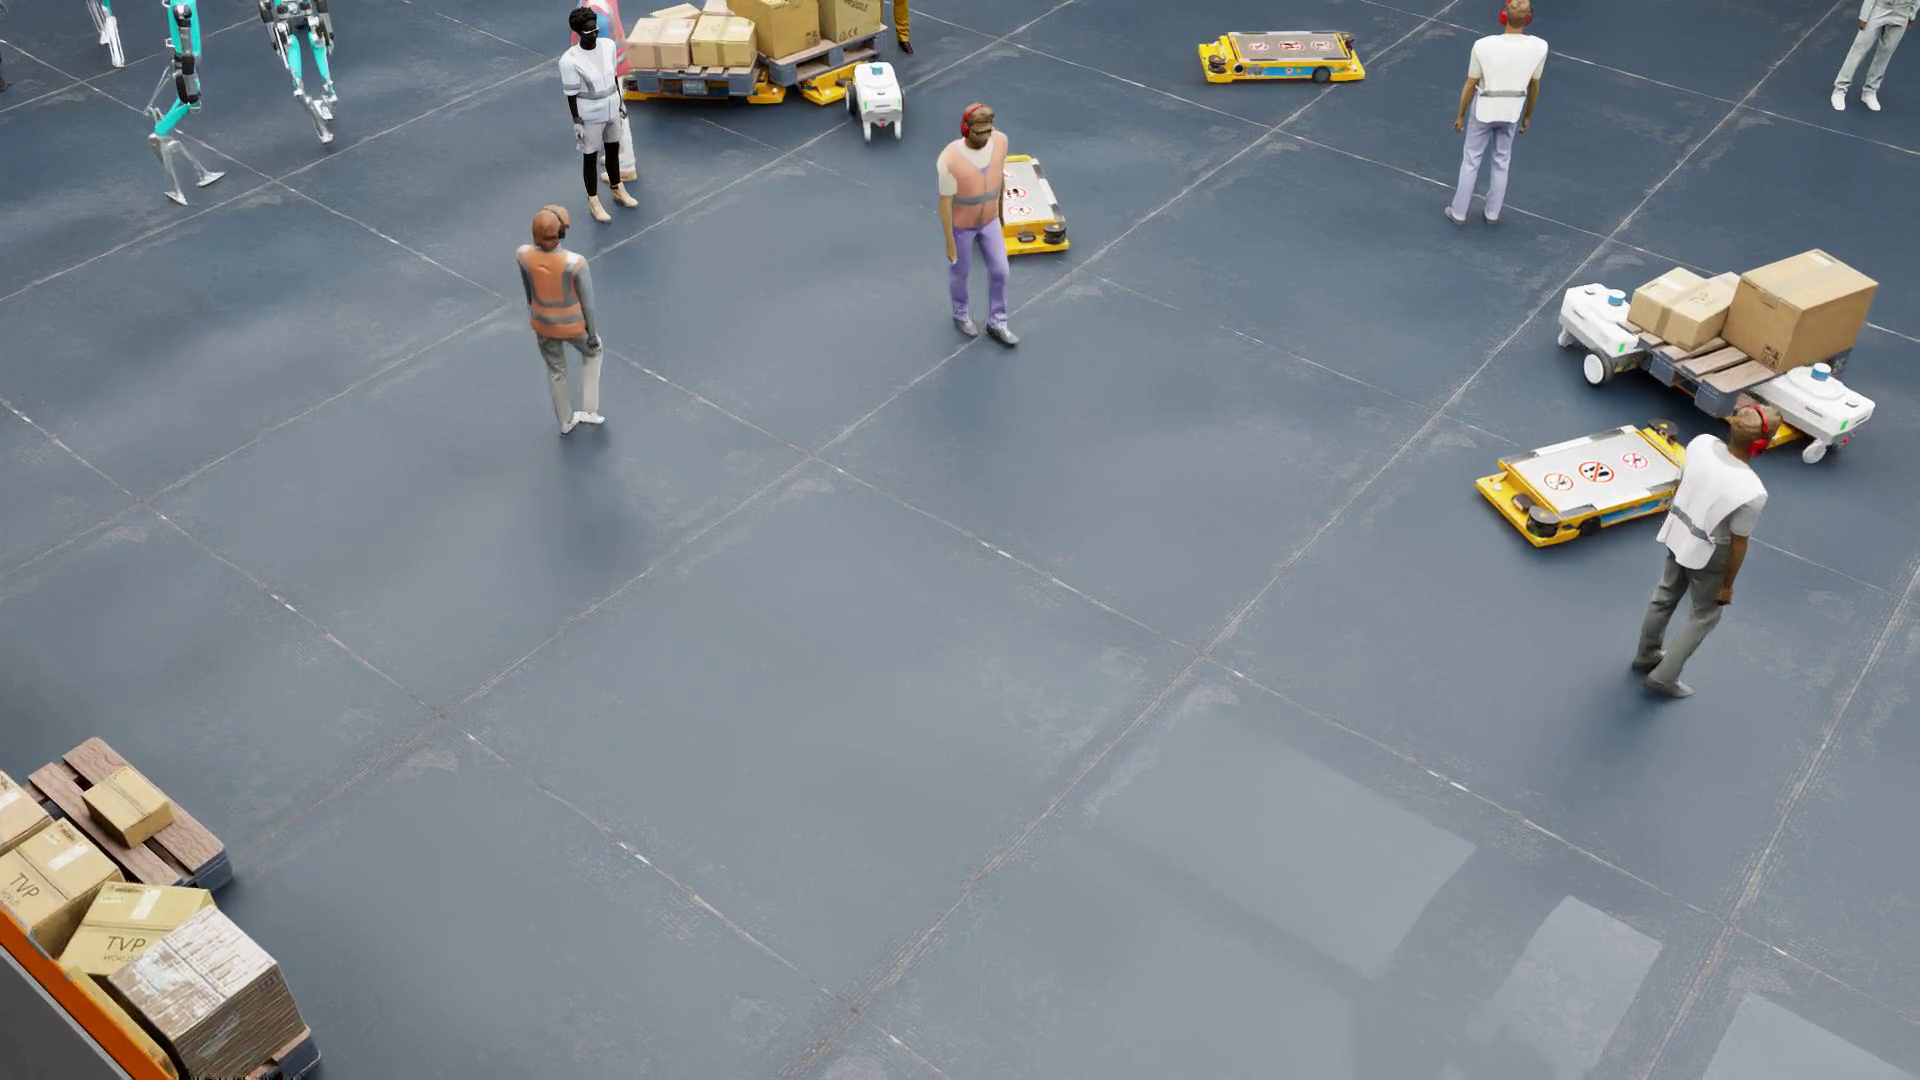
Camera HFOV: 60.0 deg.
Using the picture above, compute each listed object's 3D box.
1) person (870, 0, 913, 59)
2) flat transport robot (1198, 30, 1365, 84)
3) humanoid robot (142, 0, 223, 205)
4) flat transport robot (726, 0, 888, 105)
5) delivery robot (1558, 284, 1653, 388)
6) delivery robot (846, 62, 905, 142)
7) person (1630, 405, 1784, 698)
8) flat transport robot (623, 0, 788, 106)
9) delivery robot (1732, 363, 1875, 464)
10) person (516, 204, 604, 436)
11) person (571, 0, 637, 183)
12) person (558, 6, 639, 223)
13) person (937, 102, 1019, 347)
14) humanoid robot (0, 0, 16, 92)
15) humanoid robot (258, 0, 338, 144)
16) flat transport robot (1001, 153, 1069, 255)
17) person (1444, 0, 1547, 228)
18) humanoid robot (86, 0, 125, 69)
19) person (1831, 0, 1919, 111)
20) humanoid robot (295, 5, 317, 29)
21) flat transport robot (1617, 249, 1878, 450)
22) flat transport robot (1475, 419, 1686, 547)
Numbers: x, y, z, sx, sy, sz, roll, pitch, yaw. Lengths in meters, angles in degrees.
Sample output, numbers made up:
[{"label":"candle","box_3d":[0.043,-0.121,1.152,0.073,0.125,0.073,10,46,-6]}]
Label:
[{"label":"person","box_3d":[-0.640,-5.273,15.132,0.524,1.754,0.346,-10,41,-12]},{"label":"flat transport robot","box_3d":[2.955,-4.441,15.302,1.431,0.231,0.659,-1,40,-1]},{"label":"humanoid robot","box_3d":[-6.274,-3.552,13.132,0.866,1.778,0.597,-14,42,-16]},{"label":"flat transport robot","box_3d":[-1.438,-4.382,15.233,0.659,0.231,1.431,-29,48,-30]},{"label":"delivery robot","box_3d":[4.525,-1.434,11.558,0.525,0.612,0.784,-13,42,-15]},{"label":"delivery robot","box_3d":[-0.709,-3.827,14.357,0.499,0.592,0.795,-6,41,-7]},{"label":"person","box_3d":[3.902,0.066,8.792,0.391,1.838,0.578,-10,41,-12]},{"label":"flat transport robot","box_3d":[-2.267,-4.172,14.985,1.431,0.231,0.659,3,40,3]},{"label":"delivery robot","box_3d":[5.537,-0.898,10.907,0.512,0.586,0.758,-24,46,-26]},{"label":"person","box_3d":[-2.538,-1.393,10.666,0.533,1.624,0.384,9,41,10]},{"label":"person","box_3d":[-2.863,-3.767,13.309,0.434,1.833,0.629,-4,41,-5]},{"label":"person","box_3d":[-2.796,-3.297,12.853,0.316,1.696,0.539,27,47,28]},{"label":"person","box_3d":[0.136,-2.127,11.380,0.600,1.814,0.713,-22,45,-24]},{"label":"humanoid robot","box_3d":[-8.737,-4.771,14.607,0.601,1.640,0.360,-7,41,-8]},{"label":"humanoid robot","box_3d":[-5.426,-4.086,13.749,0.541,1.723,0.995,-15,43,-17]},{"label":"flat transport robot","box_3d":[0.392,-2.709,13.265,0.659,0.231,1.431,-7,41,-8]},{"label":"person","box_3d":[4.071,-3.225,12.665,0.575,1.835,0.398,0,40,-1]},{"label":"humanoid robot","box_3d":[-7.903,-5.190,15.088,0.554,1.752,1.060,-18,43,-20]},{"label":"person","box_3d":[7.961,-4.517,14.263,0.481,1.733,0.340,-2,40,-2]},{"label":"humanoid robot","box_3d":[-6.340,-5.673,15.689,0.608,1.630,0.731,-18,43,-20]},{"label":"flat transport robot","box_3d":[5.232,-1.152,11.433,0.659,0.231,1.431,-18,44,-20]},{"label":"flat transport robot","box_3d":[4.059,-0.368,10.511,1.431,0.231,0.659,-14,42,-16]}]
